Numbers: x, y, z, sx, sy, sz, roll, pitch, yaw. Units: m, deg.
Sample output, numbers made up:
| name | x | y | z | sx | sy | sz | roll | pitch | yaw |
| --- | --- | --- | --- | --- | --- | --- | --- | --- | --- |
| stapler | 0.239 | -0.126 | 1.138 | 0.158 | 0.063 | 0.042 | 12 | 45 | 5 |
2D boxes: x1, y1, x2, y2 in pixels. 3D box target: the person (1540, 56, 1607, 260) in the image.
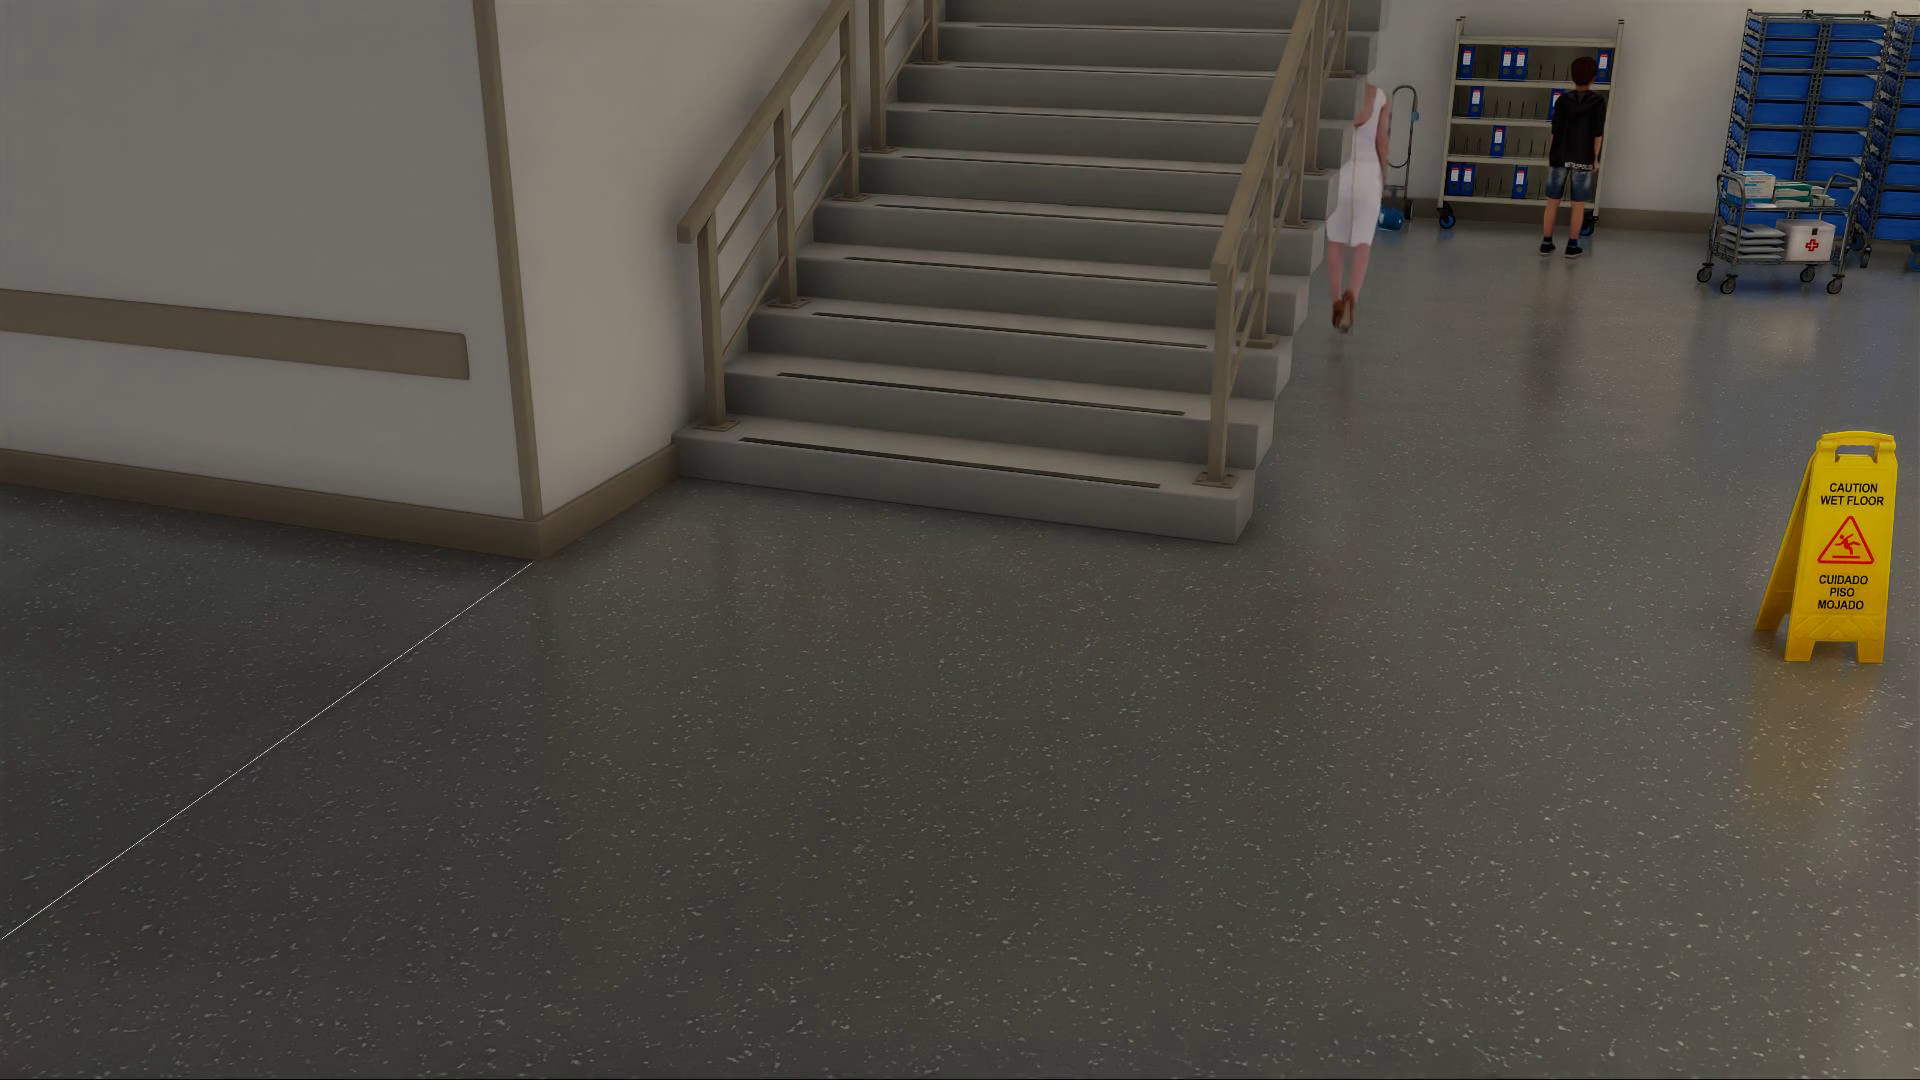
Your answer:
| name | x | y | z | sx | sy | sz | roll | pitch | yaw |
| --- | --- | --- | --- | --- | --- | --- | --- | --- | --- |
| person | 4.523 | -2.828 | 12.297 | 0.556 | 1.446 | 0.547 | 11 | 23 | 26 |

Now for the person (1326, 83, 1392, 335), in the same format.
| name | x | y | z | sx | sy | sz | roll | pitch | yaw |
| --- | --- | --- | --- | --- | --- | --- | --- | --- | --- |
| person | 2.285 | -2.009 | 9.681 | 0.615 | 1.767 | 1.073 | 5 | 21 | 14 |
